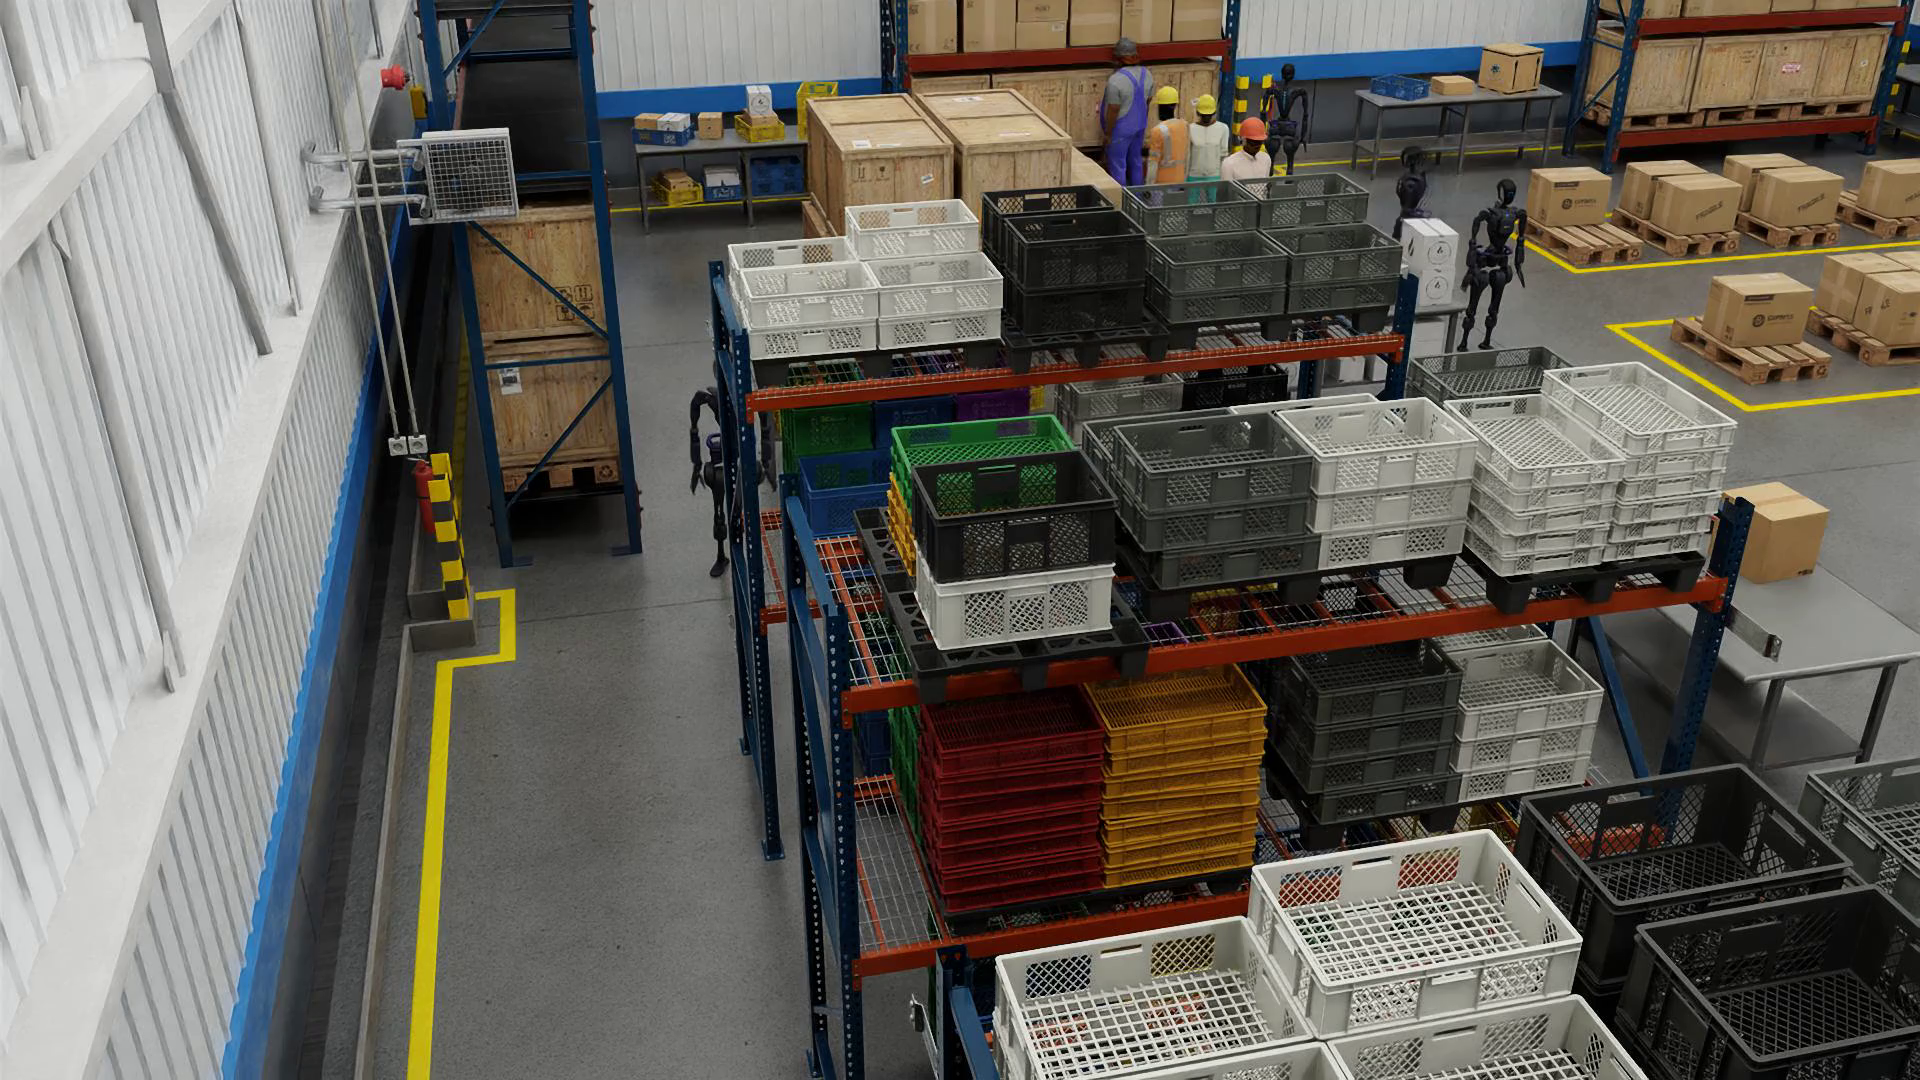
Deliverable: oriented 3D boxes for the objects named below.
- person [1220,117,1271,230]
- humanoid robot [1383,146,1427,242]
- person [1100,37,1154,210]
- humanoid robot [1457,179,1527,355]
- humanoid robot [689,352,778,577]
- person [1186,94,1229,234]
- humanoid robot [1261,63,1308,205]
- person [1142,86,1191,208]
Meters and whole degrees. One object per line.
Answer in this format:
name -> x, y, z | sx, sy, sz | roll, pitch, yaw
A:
person -> 2.738, -3.082, 16.045 | 0.611, 1.995, 0.388 | -17, 32, -29
humanoid robot -> 4.356, -3.057, 16.339 | 0.408, 1.650, 0.596 | 6, 28, 12
person -> 1.867, -4.775, 19.207 | 0.687, 2.000, 0.536 | -22, 35, -36
humanoid robot -> 4.889, -2.489, 15.241 | 0.599, 1.657, 0.331 | -6, 28, -11
humanoid robot -> -1.573, -0.521, 11.509 | 0.609, 1.657, 0.313 | -2, 28, -4
person -> 2.617, -3.907, 17.863 | 0.533, 1.757, 0.328 | -2, 28, -4
humanoid robot -> 3.792, -4.759, 19.550 | 0.600, 1.657, 0.331 | 8, 29, 14
person -> 2.152, -3.783, 17.461 | 0.420, 1.914, 0.602 | 23, 35, 36
